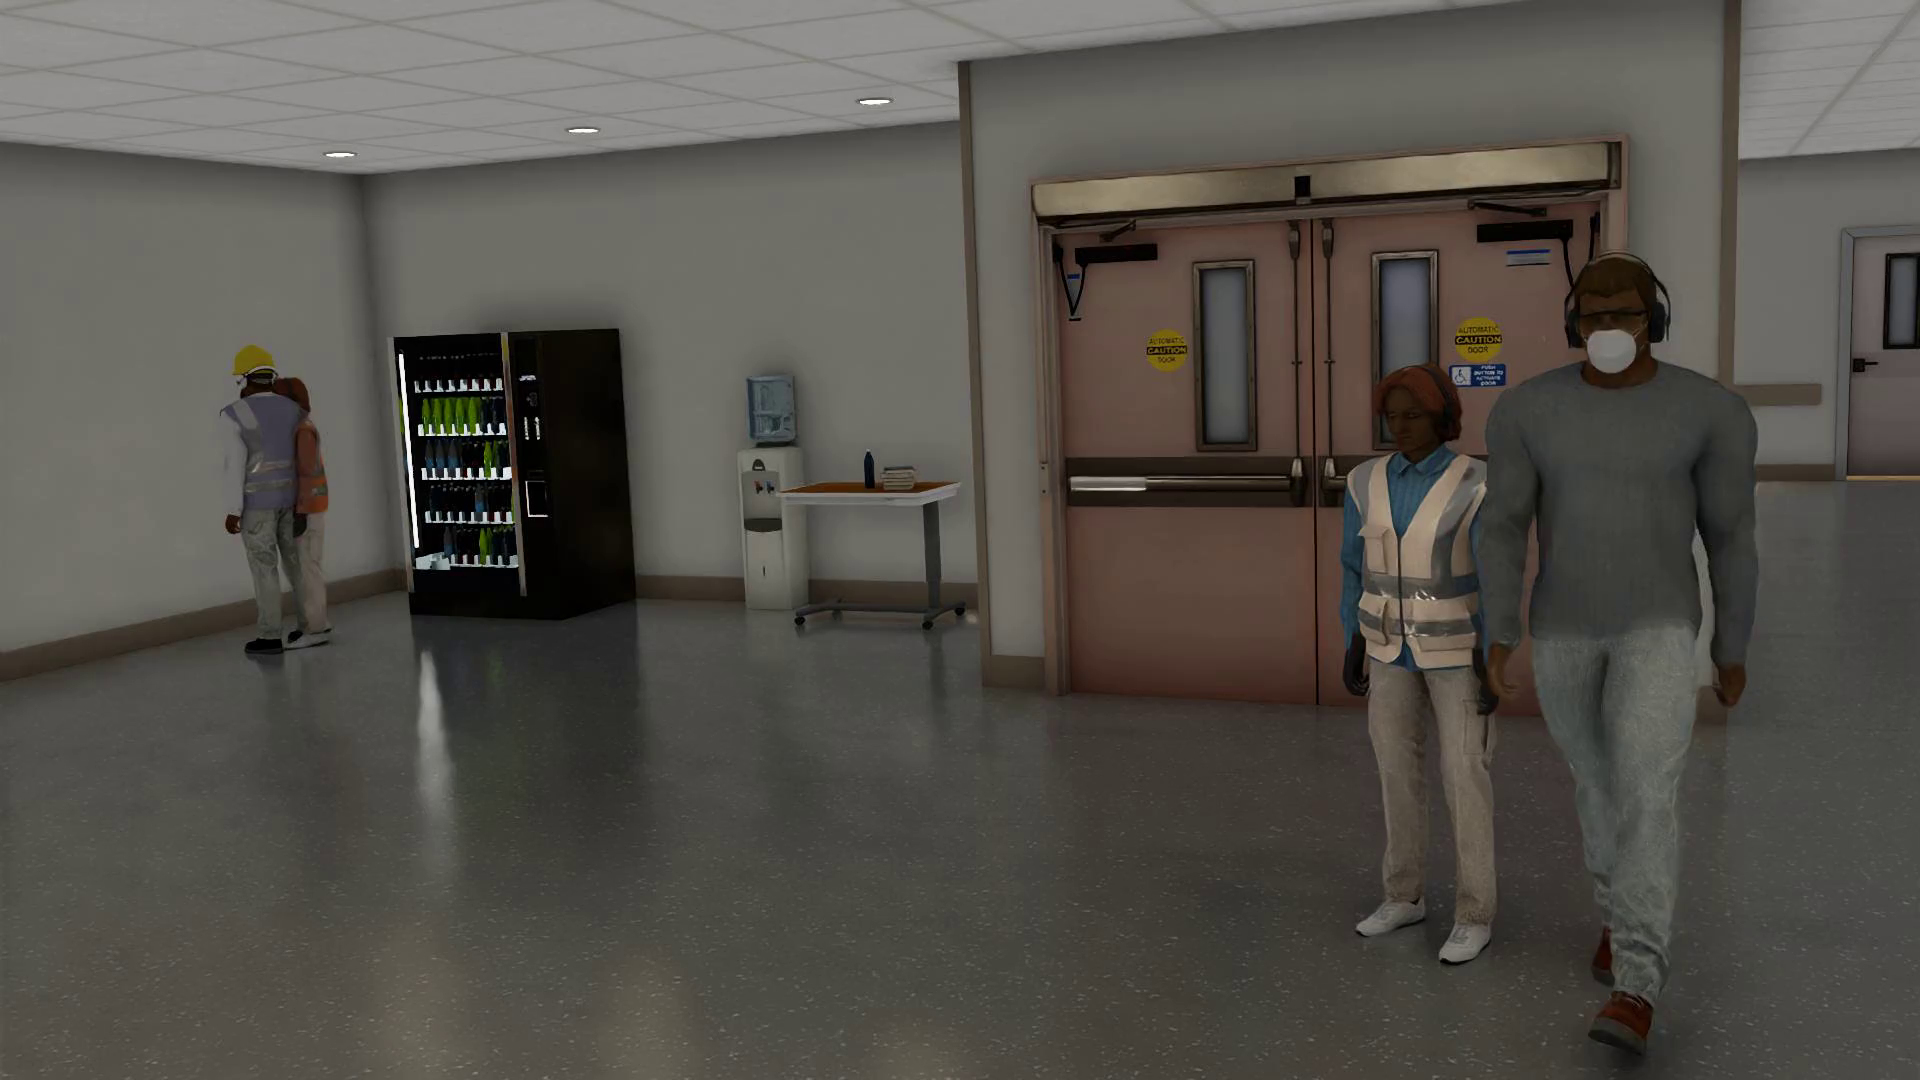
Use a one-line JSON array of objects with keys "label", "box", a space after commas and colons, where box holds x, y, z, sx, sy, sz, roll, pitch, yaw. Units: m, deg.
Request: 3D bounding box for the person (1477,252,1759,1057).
[{"label": "person", "box": [1.582, 0.259, 4.072, 0.621, 1.885, 0.985, 3, 9, 34]}]

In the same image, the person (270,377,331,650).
[{"label": "person", "box": [-3.973, -0.165, 10.025, 0.335, 1.640, 0.533, -8, 9, -37]}]

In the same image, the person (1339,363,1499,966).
[{"label": "person", "box": [1.289, 0.330, 4.607, 0.319, 1.631, 0.518, -9, 10, -42]}]

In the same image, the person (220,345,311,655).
[{"label": "person", "box": [-4.112, -0.238, 9.882, 0.404, 1.830, 0.599, 2, 9, 31]}]
